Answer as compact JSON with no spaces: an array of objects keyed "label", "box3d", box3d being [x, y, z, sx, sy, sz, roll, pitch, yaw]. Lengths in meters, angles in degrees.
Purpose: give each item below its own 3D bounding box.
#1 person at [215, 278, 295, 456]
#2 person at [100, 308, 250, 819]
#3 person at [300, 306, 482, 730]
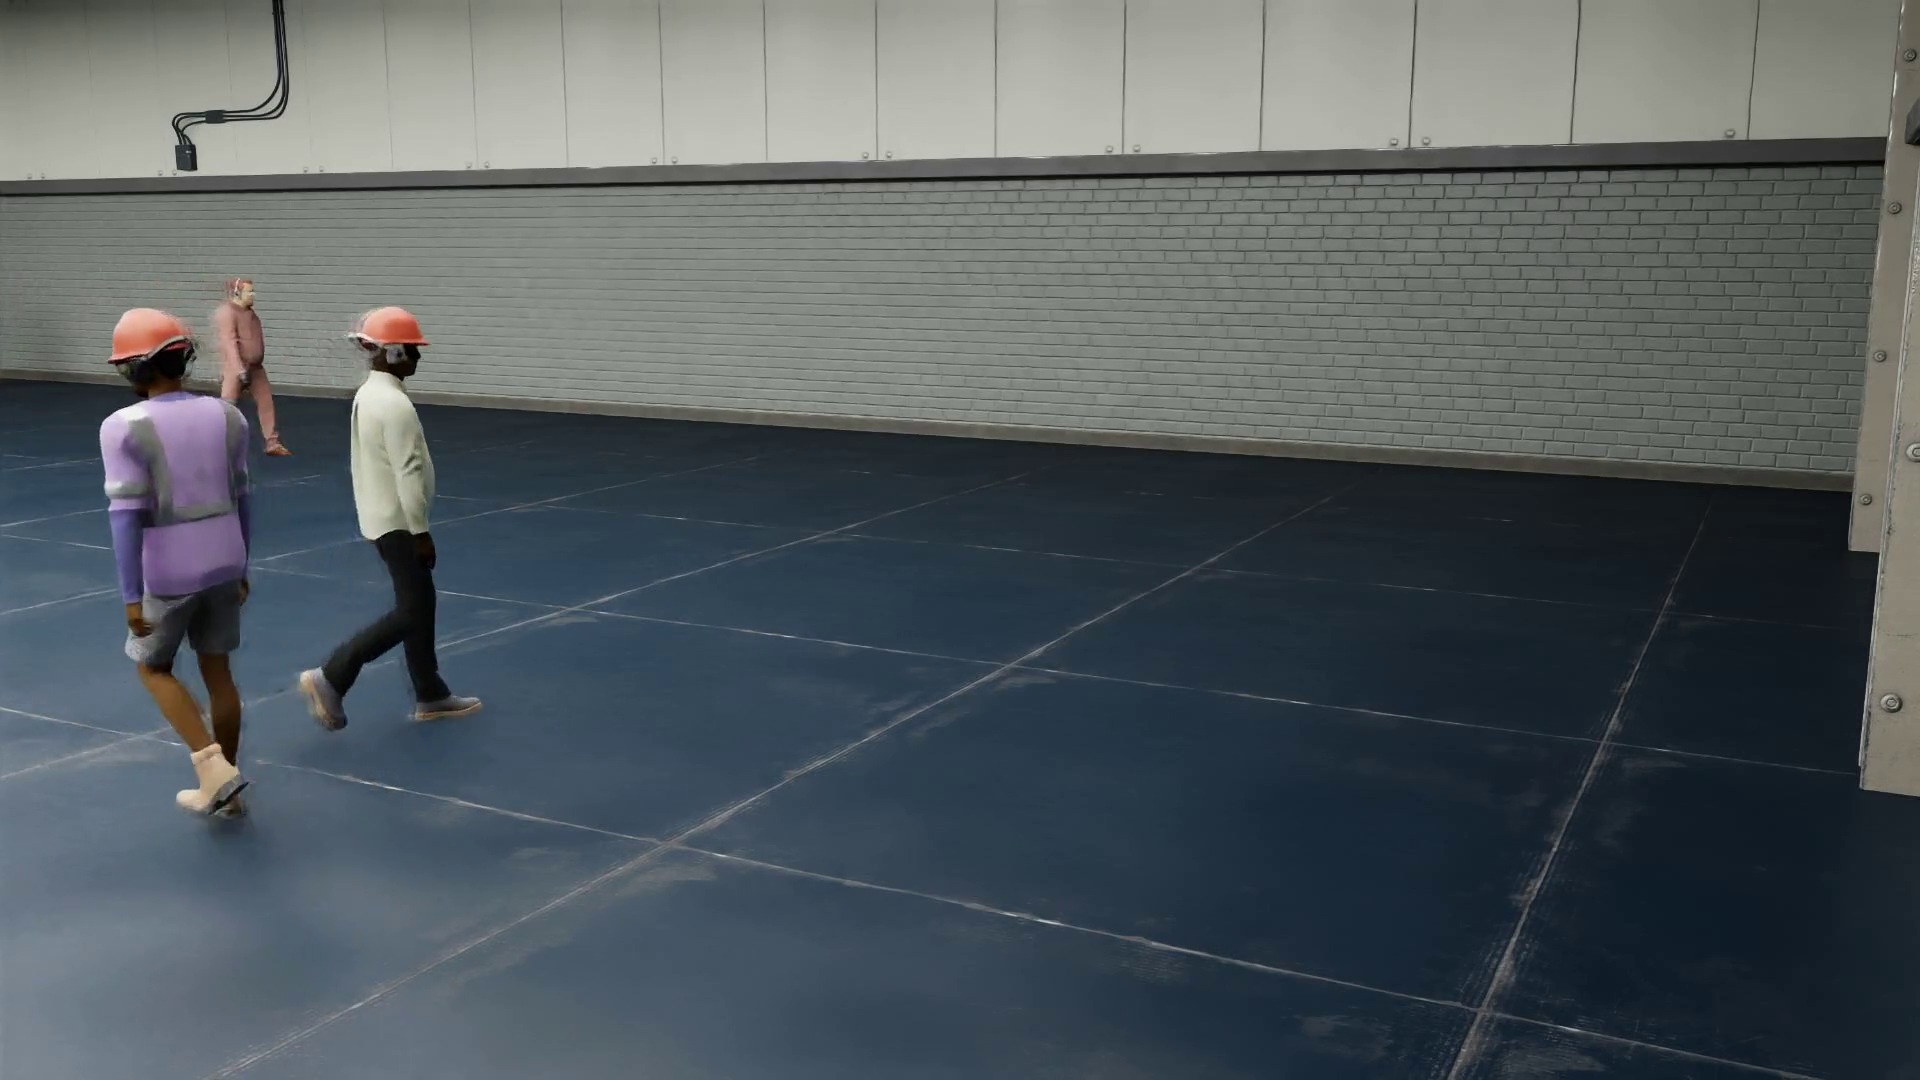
[{"label":"person","box3d":[-7.503,-1.784,17.284,0.959,1.876,0.634,2,11,10]},{"label":"person","box3d":[-3.002,0.118,6.449,0.511,2.021,0.618,6,12,31]},{"label":"person","box3d":[-2.647,-0.080,7.654,0.756,1.976,0.625,-6,12,-28]}]
